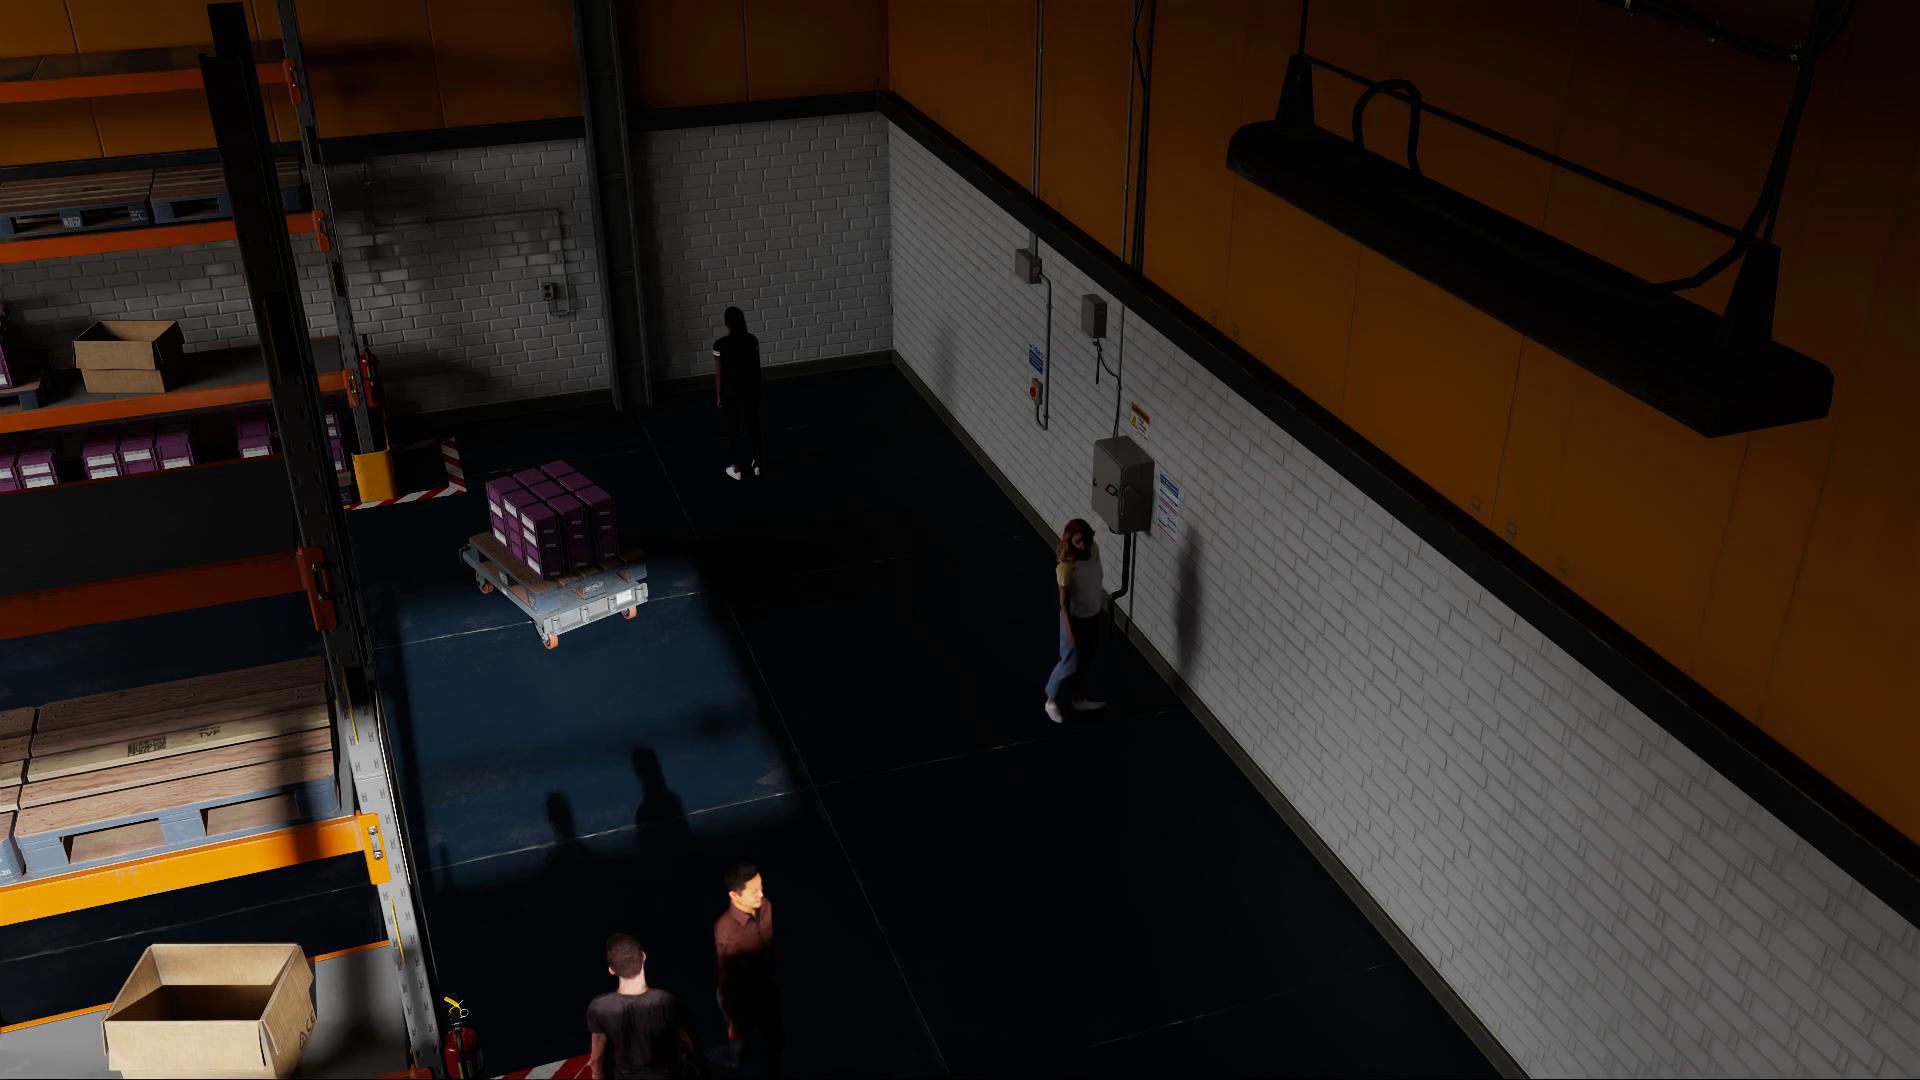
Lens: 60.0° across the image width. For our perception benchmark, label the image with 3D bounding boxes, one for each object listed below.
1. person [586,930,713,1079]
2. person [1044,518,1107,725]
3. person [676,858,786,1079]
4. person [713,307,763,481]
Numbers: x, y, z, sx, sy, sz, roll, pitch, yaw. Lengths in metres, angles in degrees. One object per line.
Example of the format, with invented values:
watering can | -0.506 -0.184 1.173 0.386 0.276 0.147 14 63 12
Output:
person | -1.541 2.790 8.144 1.240 1.796 1.076 2 29 4
person | 0.895 0.566 12.331 0.842 1.691 0.764 8 30 14
person | -1.218 2.407 8.886 1.103 1.758 1.050 13 31 22
person | -2.110 -1.418 15.914 0.527 1.743 0.684 -13 31 -22
